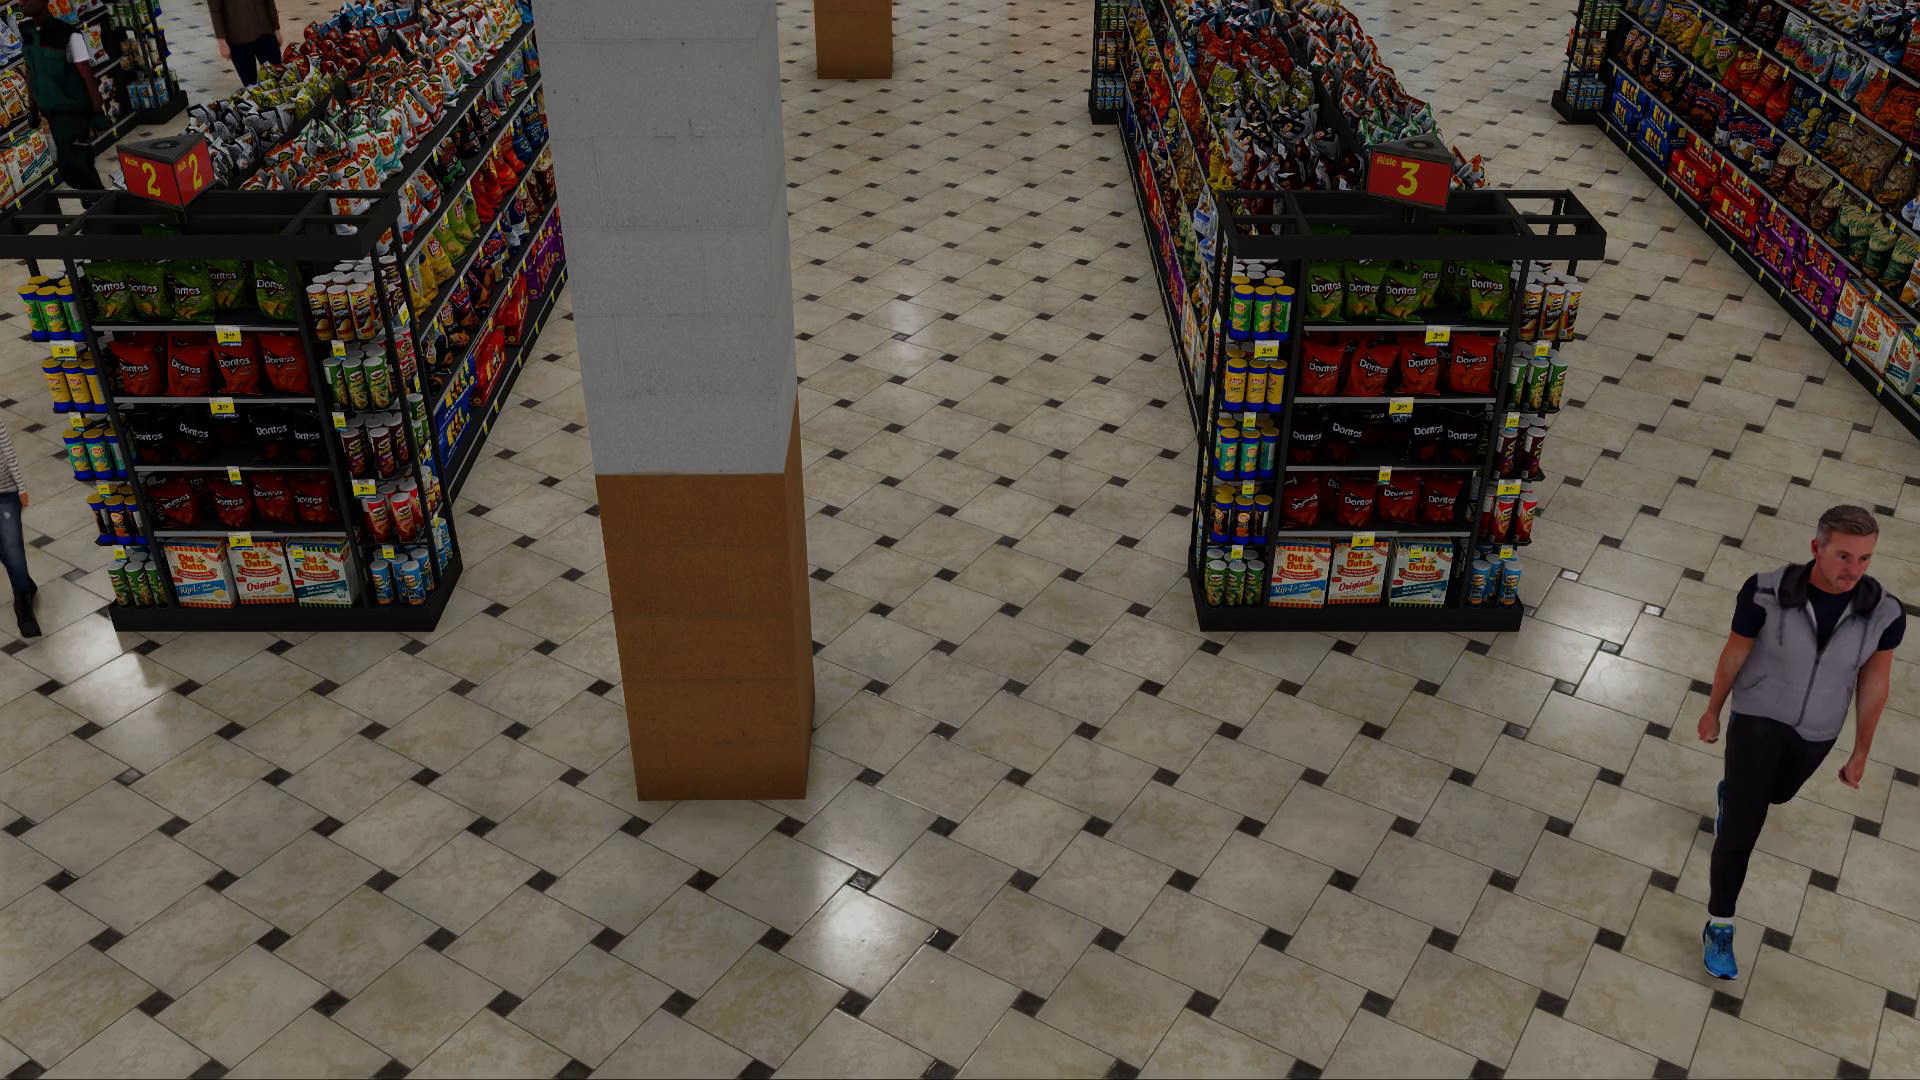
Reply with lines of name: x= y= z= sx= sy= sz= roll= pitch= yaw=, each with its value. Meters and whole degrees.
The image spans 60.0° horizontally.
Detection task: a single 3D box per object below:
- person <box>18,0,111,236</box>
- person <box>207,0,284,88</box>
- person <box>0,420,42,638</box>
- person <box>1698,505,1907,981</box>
person: x=-6.271 y=-3.054 z=11.801 sx=0.831 sy=1.829 sz=0.859 roll=15 pitch=35 yaw=23
person: x=-5.733 y=-4.074 z=13.409 sx=0.921 sy=1.862 sz=1.066 roll=-15 pitch=35 yaw=-23
person: x=-4.528 y=-0.228 z=7.764 sx=0.671 sy=1.295 sz=0.848 roll=-10 pitch=33 yaw=-16
person: x=2.914 y=0.616 z=5.946 sx=0.837 sy=1.783 sz=1.259 roll=5 pitch=32 yaw=8
